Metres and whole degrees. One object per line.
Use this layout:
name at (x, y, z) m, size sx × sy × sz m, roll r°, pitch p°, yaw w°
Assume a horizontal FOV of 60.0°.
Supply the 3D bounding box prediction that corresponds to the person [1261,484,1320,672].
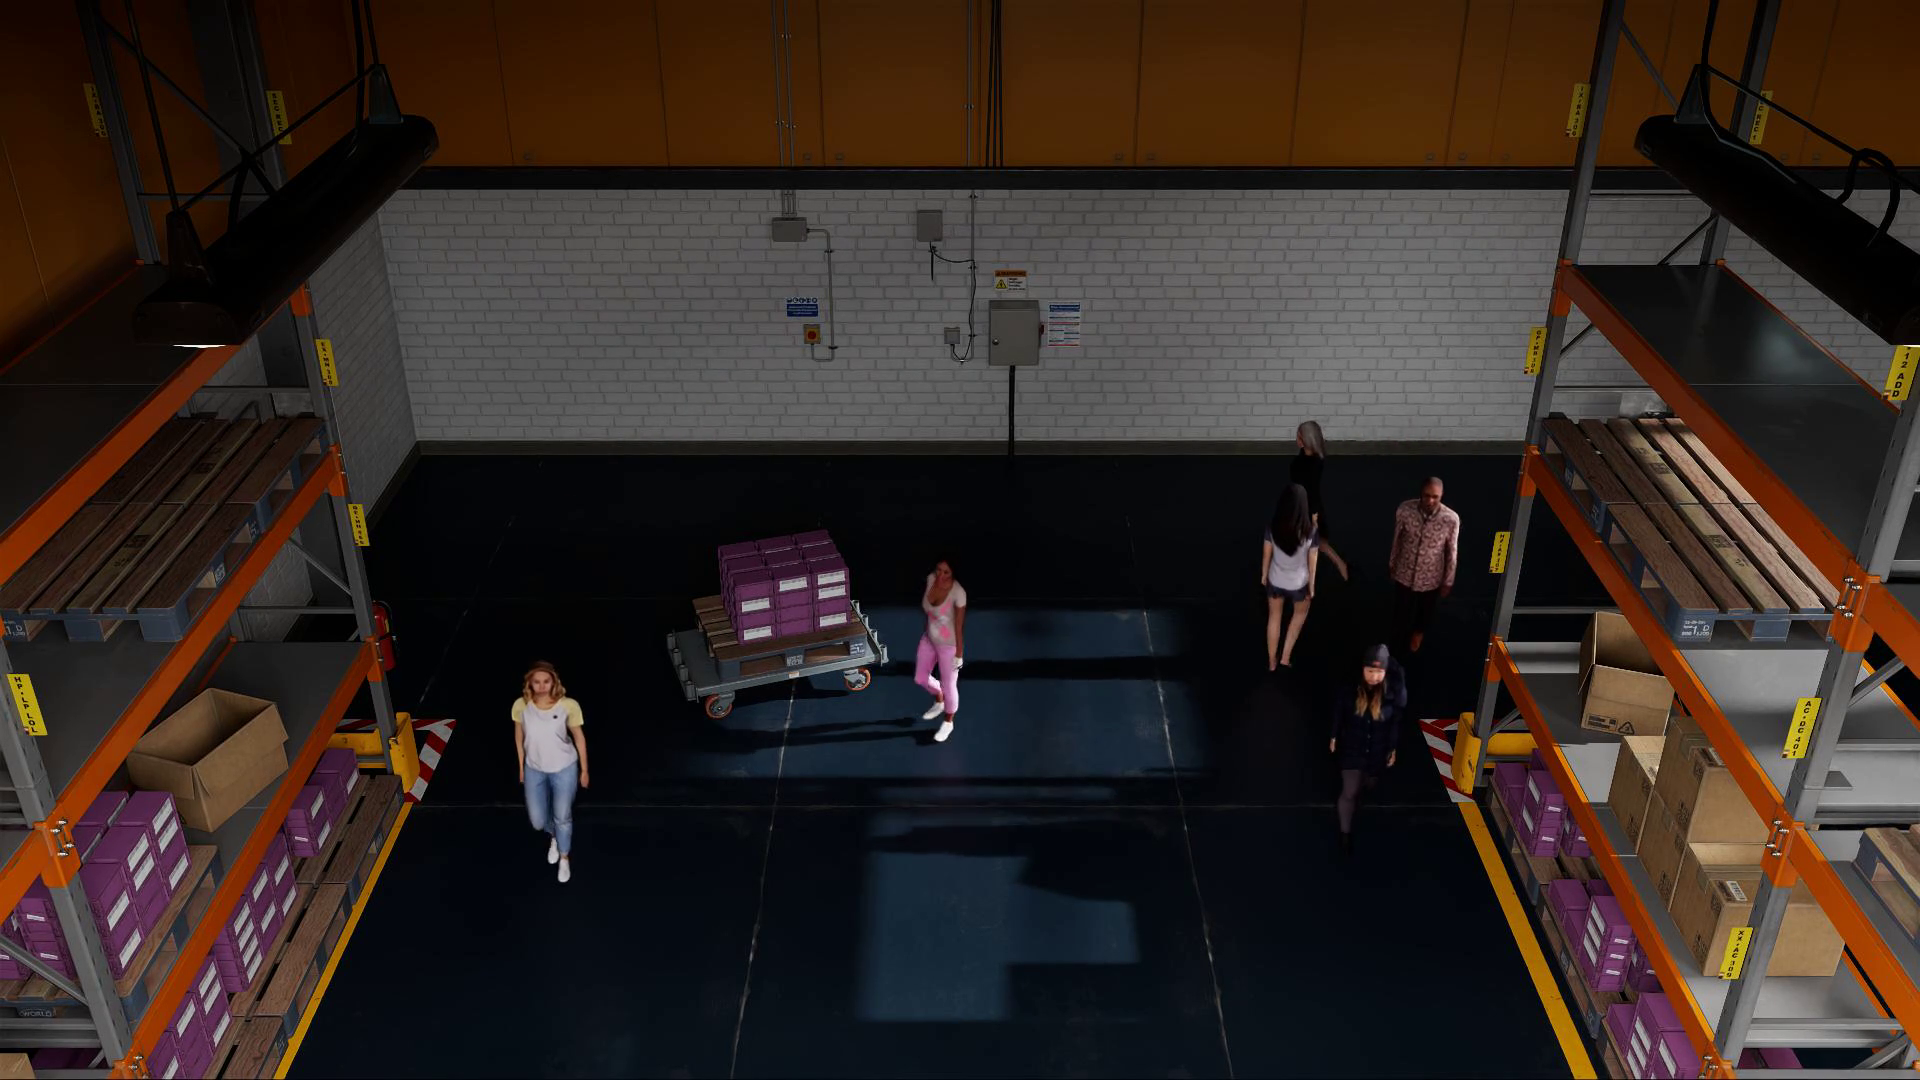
person at (2.631, 0.360, 13.412) m, size 0.701 × 1.695 × 0.729 m, roll 10°, pitch 30°, yaw 18°

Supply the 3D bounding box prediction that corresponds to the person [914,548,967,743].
person at (-0.111, 0.780, 12.612) m, size 0.850 × 1.725 × 0.792 m, roll -19°, pitch 34°, yaw -31°

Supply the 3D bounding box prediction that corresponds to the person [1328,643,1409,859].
person at (2.831, 1.372, 11.603) m, size 0.784 × 1.652 × 1.084 m, roll 6°, pitch 29°, yaw 10°

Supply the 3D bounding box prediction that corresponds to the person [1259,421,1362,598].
person at (3.094, -0.234, 14.483) m, size 0.679 × 1.714 × 1.034 m, roll -1°, pitch 29°, yaw -1°

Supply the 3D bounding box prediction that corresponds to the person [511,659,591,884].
person at (-2.761, 1.509, 11.284) m, size 0.664 × 1.717 × 0.653 m, roll -2°, pitch 29°, yaw -4°

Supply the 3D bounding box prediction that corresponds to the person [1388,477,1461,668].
person at (3.754, 0.235, 13.559) m, size 0.956 × 1.776 × 1.280 m, roll 9°, pitch 30°, yaw 16°
